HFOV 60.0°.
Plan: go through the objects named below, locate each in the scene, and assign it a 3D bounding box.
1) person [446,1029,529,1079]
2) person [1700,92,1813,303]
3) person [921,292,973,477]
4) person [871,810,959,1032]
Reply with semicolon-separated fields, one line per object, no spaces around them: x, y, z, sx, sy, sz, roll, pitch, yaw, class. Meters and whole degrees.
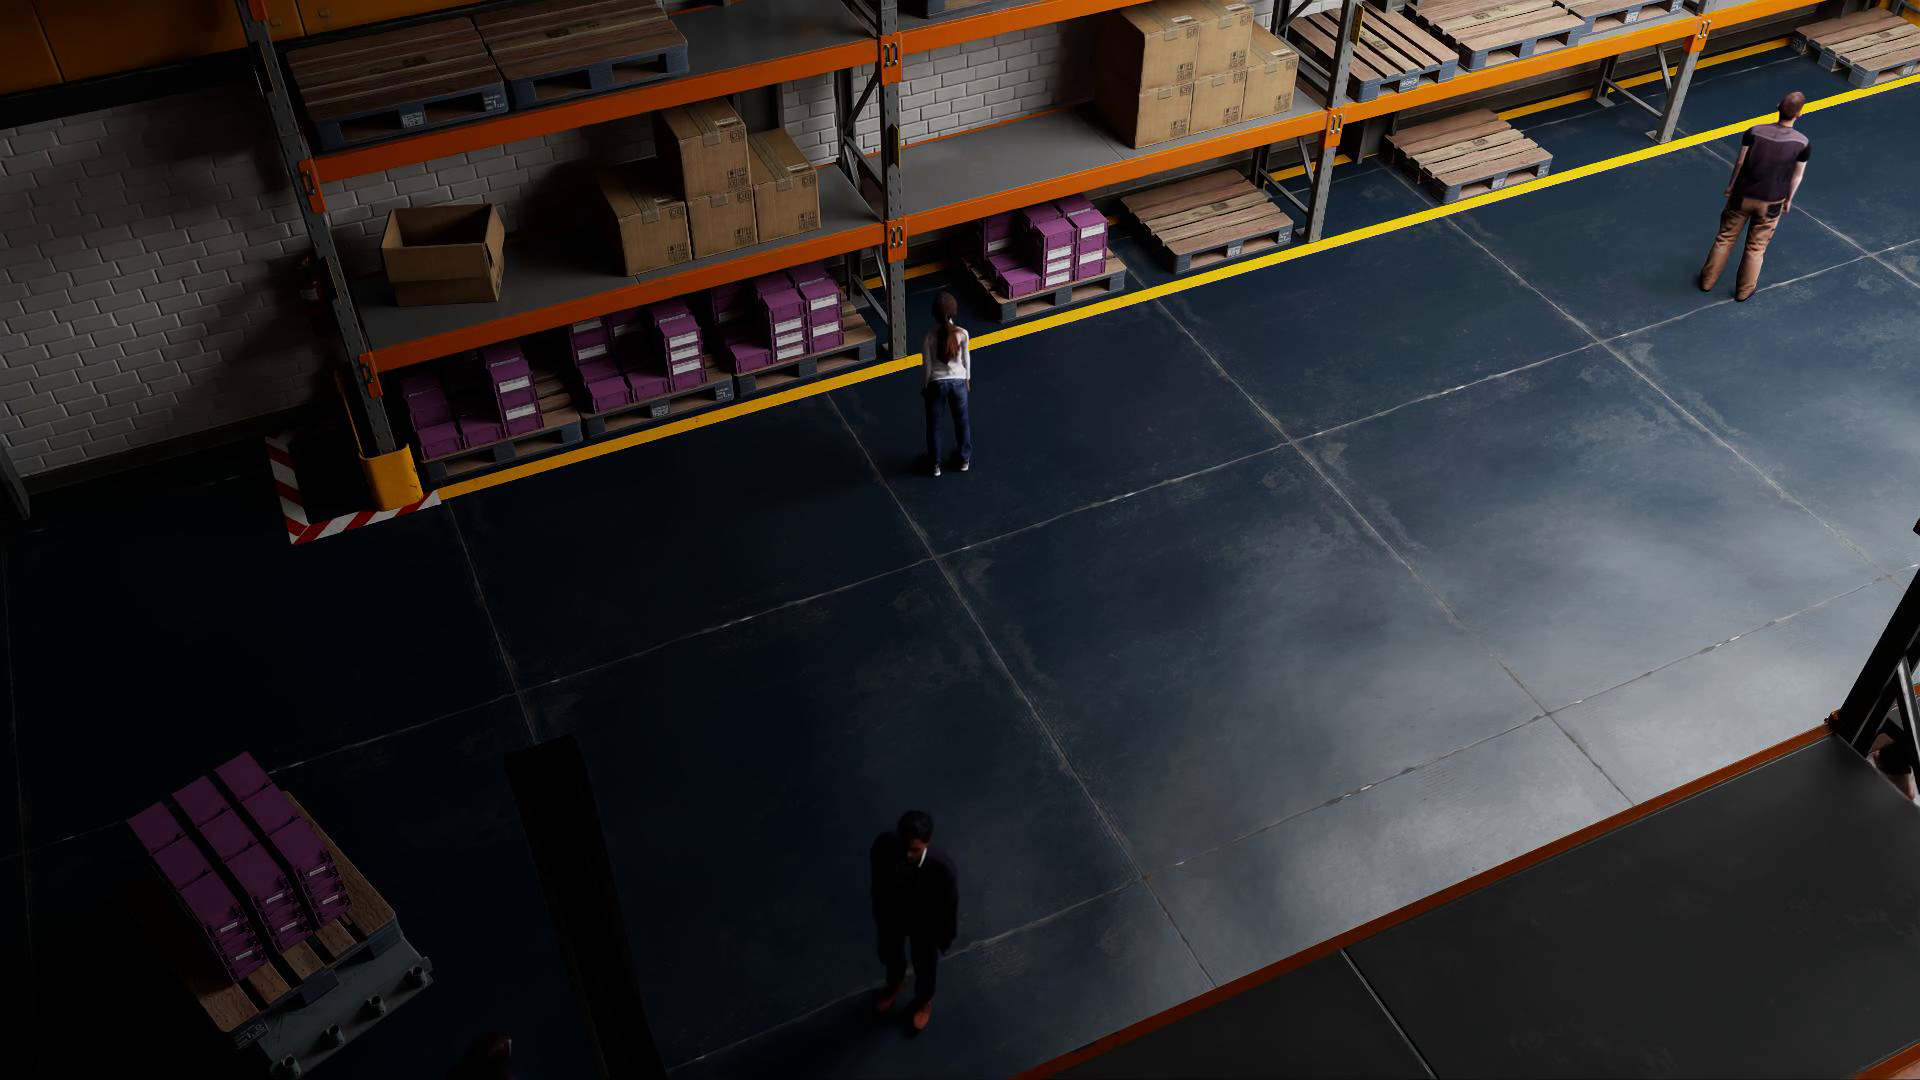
-2.151;2.814;7.833;0.824;1.596;0.886;7;44;7;person
6.503;-2.808;13.555;0.777;1.842;0.785;24;49;23;person
-0.104;-1.121;11.990;0.527;1.559;0.634;-8;44;-9;person
-0.236;1.930;8.667;0.732;1.725;0.773;17;46;17;person
